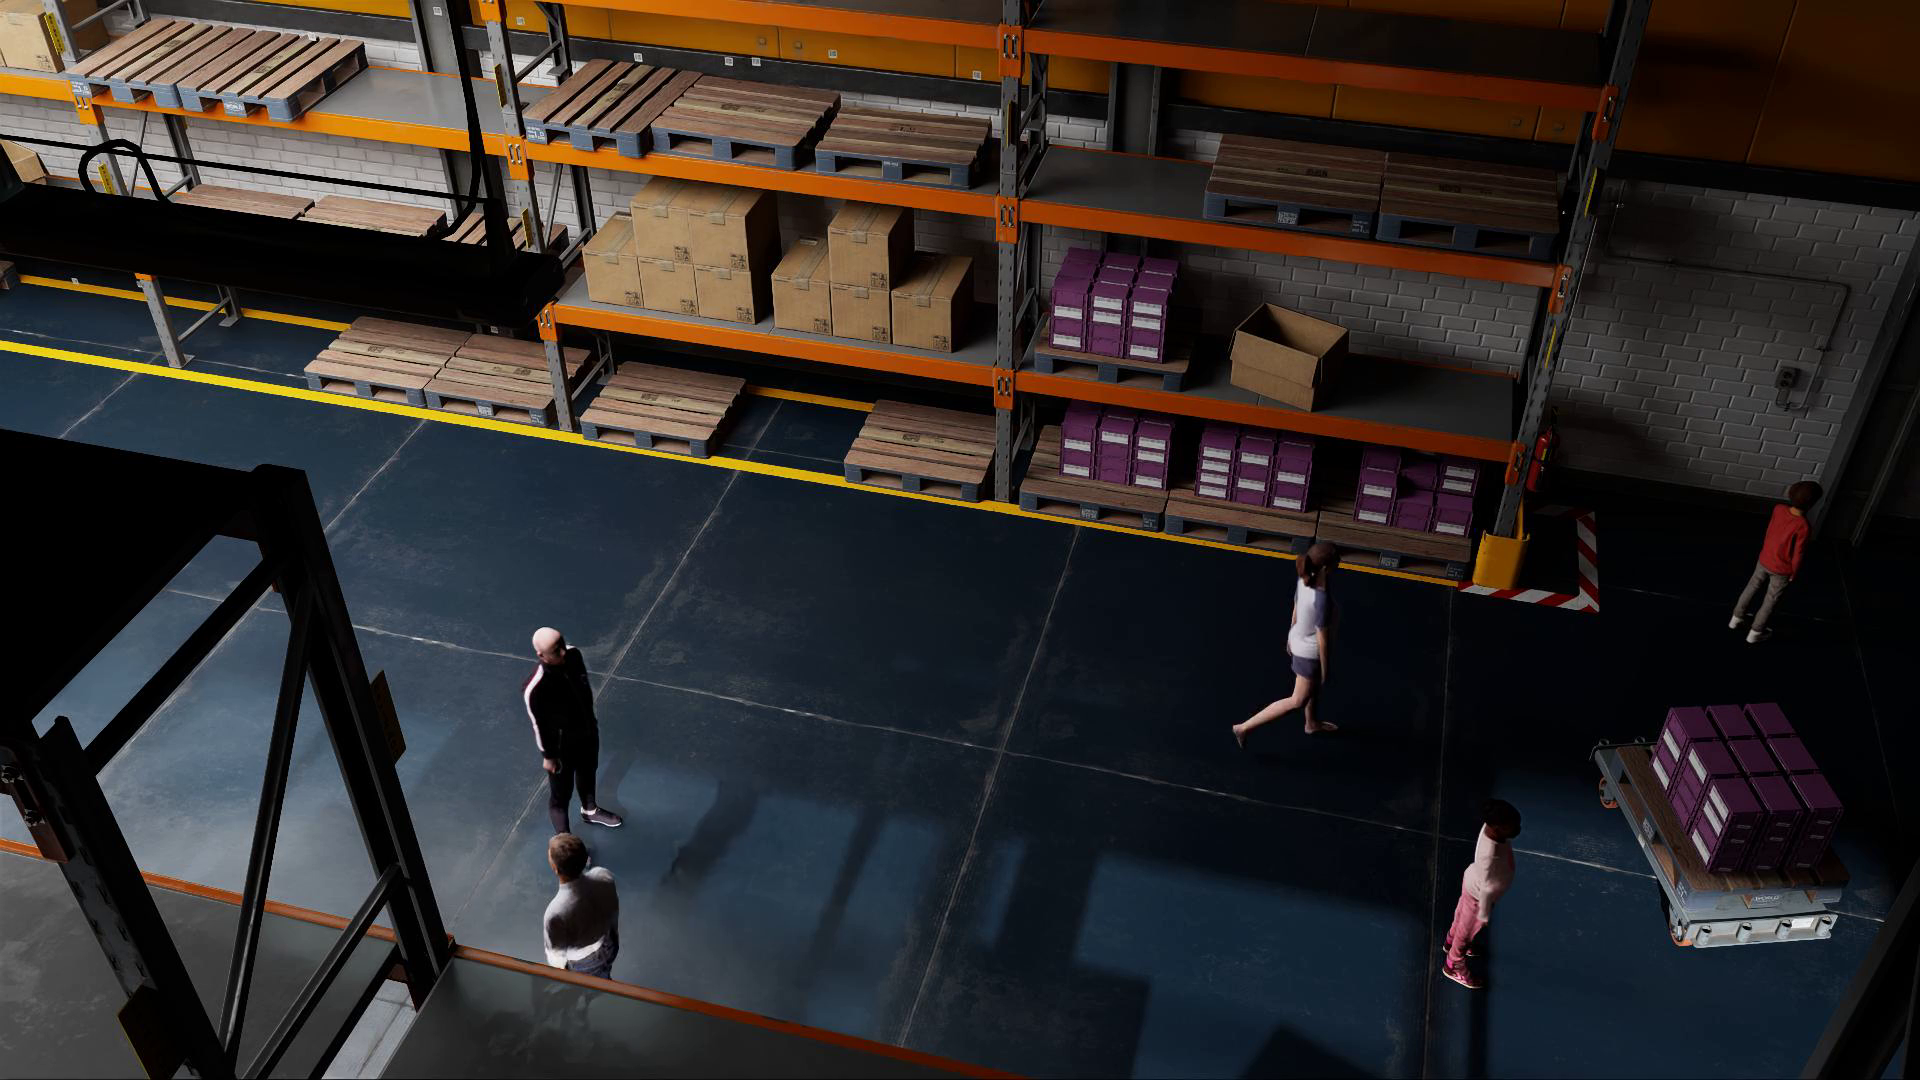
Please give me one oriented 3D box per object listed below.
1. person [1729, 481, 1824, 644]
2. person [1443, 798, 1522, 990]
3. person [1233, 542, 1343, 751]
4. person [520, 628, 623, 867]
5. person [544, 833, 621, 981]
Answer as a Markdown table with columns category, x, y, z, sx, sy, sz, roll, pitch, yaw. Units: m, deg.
| category | x | y | z | sx | sy | sz | roll | pitch | yaw |
| --- | --- | --- | --- | --- | --- | --- | --- | --- | --- |
| person | 6.032 | 0.154 | 12.273 | 0.613 | 1.417 | 0.581 | -12 | 40 | -15 |
| person | 3.096 | 2.056 | 9.872 | 0.504 | 1.441 | 0.552 | 11 | 40 | 14 |
| person | 2.281 | 0.761 | 11.251 | 1.127 | 1.743 | 0.840 | -5 | 39 | -7 |
| person | -2.502 | 1.256 | 10.555 | 0.616 | 1.837 | 0.697 | 15 | 41 | 18 |
| person | -2.023 | 2.333 | 9.230 | 0.909 | 1.809 | 0.812 | 22 | 44 | 25 |
